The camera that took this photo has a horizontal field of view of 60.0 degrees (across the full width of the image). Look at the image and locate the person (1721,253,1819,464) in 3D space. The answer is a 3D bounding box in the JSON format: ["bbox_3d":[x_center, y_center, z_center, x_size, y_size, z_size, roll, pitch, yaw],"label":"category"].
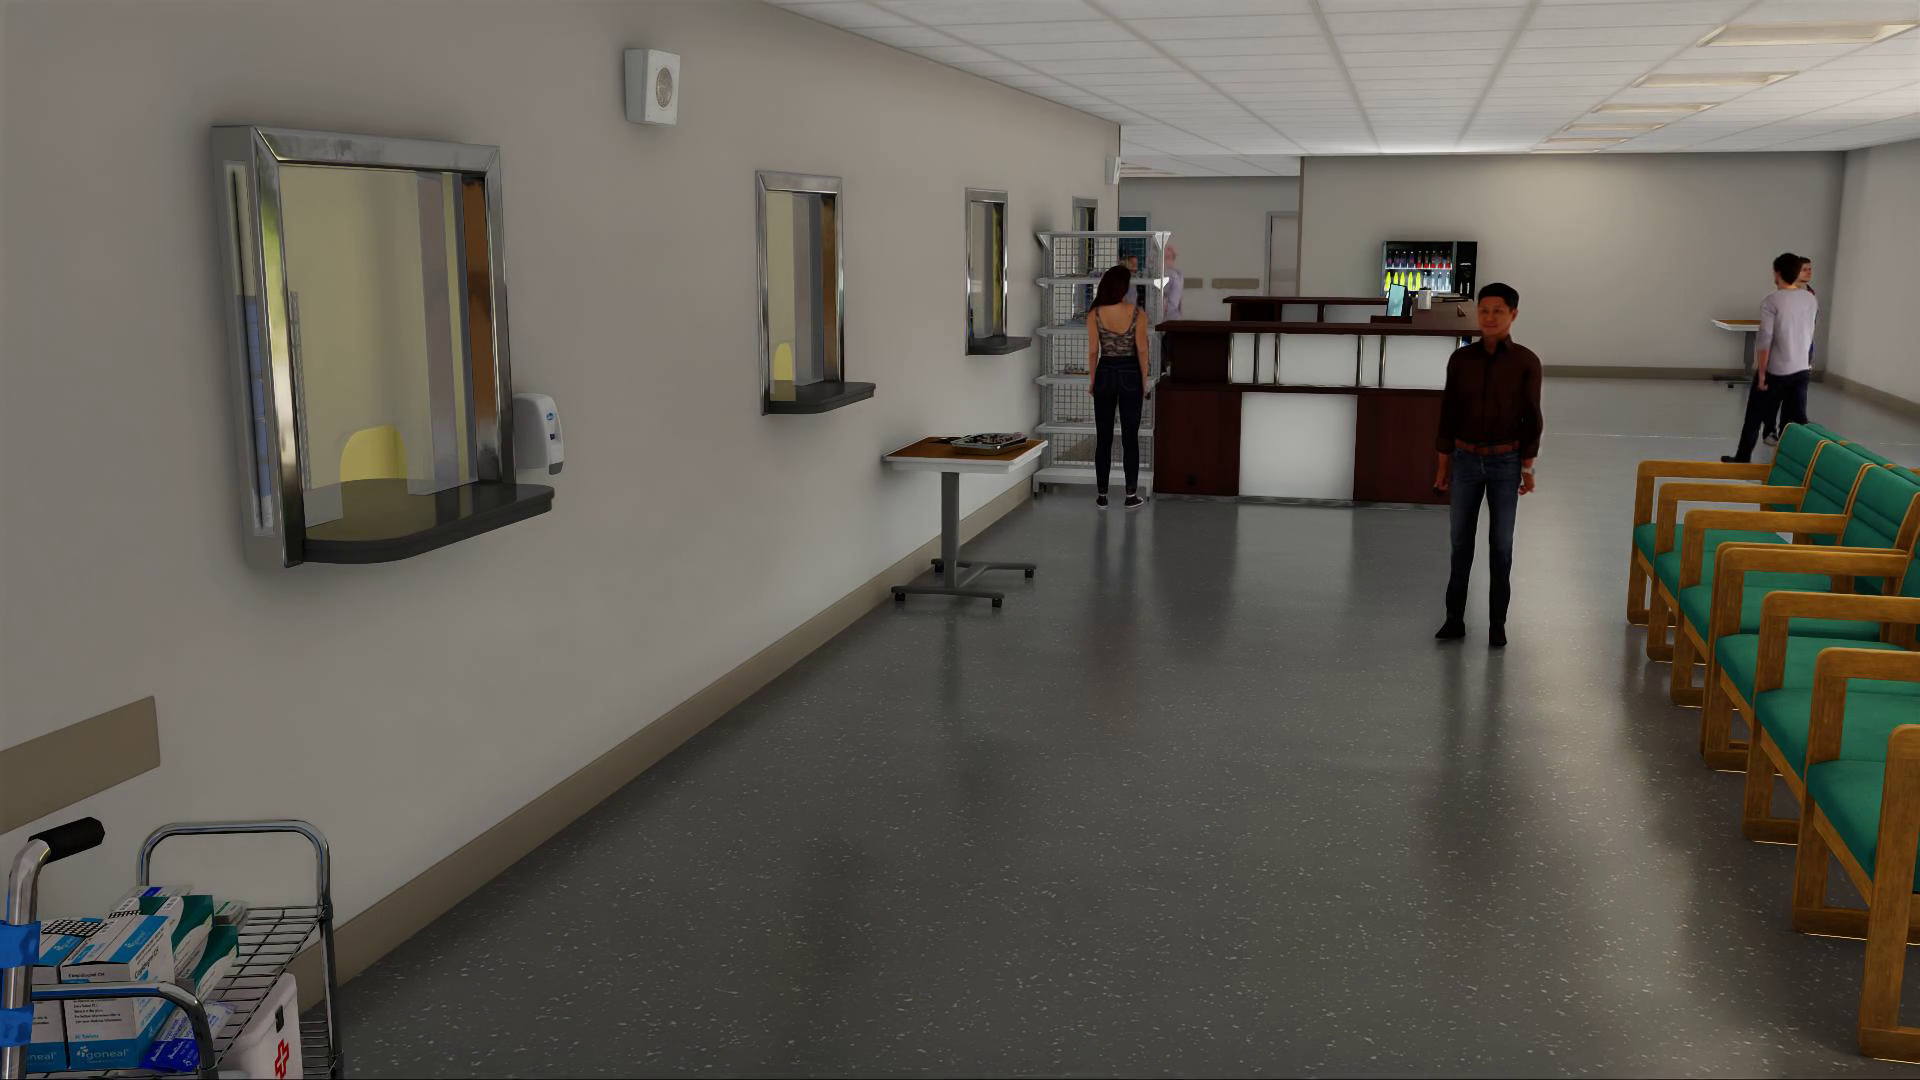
[{"bbox_3d":[6.469,-1.280,12.939,1.196,1.796,1.041,-1,11,-7],"label":"person"}]

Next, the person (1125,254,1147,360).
[{"bbox_3d":[2.274,-2.988,22.289,0.655,1.666,0.748,-3,11,-16],"label":"person"}]

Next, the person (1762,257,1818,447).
[{"bbox_3d":[7.813,-1.767,15.613,0.694,1.757,0.770,-5,12,-26],"label":"person"}]

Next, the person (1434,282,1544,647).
[{"bbox_3d":[2.598,-0.375,8.205,0.537,1.782,0.747,5,12,26],"label":"person"}]

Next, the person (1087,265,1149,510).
[{"bbox_3d":[1.159,-1.124,12.187,0.467,1.770,0.668,2,11,12],"label":"person"}]

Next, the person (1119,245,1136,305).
[{"bbox_3d":[1.876,-2.281,18.177,1.314,1.809,1.035,-2,11,-9],"label":"person"}]
